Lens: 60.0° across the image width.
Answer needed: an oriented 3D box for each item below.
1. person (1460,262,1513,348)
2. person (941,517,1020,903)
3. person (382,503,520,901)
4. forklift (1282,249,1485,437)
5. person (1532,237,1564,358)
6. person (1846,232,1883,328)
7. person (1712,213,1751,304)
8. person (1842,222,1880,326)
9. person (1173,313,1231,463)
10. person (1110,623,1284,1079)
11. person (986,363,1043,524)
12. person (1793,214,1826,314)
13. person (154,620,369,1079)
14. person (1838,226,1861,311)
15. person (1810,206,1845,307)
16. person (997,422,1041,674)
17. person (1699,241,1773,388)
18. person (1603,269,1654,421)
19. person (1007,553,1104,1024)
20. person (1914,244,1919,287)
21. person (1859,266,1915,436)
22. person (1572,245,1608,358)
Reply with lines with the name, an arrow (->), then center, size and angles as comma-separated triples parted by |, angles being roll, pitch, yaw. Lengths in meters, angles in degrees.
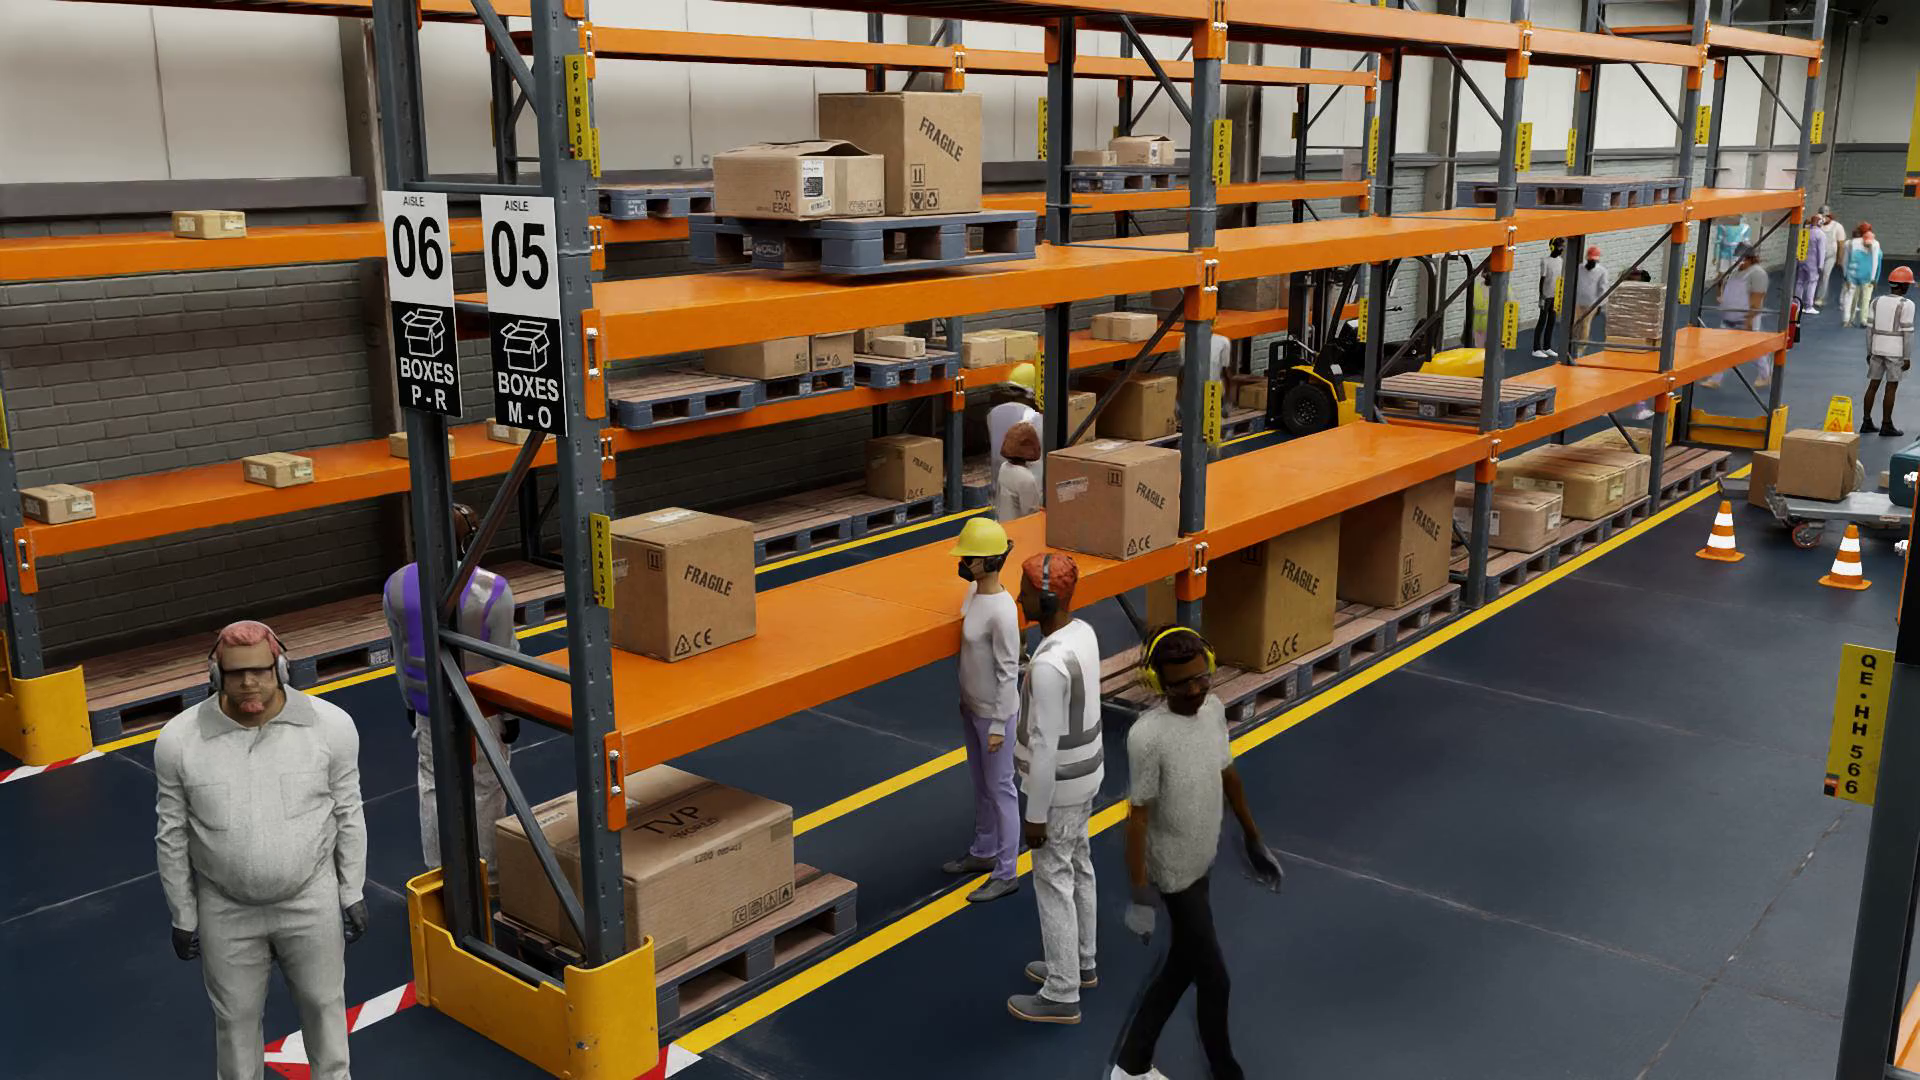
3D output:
person -> 6.738, -2.655, 21.340 | 0.567, 1.824, 0.604 | 13, 19, 42
person -> 0.106, 0.761, 7.538 | 0.312, 1.768, 0.522 | -5, 15, -18
person -> -2.246, 0.737, 7.505 | 0.618, 1.835, 0.429 | 3, 14, 13
forklift -> 4.886, -2.214, 18.767 | 2.313, 2.155, 1.214 | 11, 18, 38
person -> 9.137, -3.756, 25.742 | 0.515, 1.861, 0.320 | -10, 17, -34
person -> 16.149, -4.665, 29.775 | 0.572, 1.701, 0.913 | 4, 14, 17
person -> 15.390, -5.678, 33.207 | 0.647, 2.029, 0.469 | 4, 14, 17
person -> 16.183, -4.767, 29.906 | 0.590, 1.876, 0.678 | 12, 18, 41
person -> 2.306, -1.335, 15.892 | 0.508, 1.857, 0.398 | 7, 15, 25
person -> 0.833, 1.159, 5.801 | 0.638, 1.831, 0.617 | 8, 16, 29
person -> 0.527, -0.397, 12.162 | 0.756, 1.802, 0.605 | -13, 19, -42
person -> 16.376, -5.310, 31.991 | 0.399, 1.900, 0.646 | -4, 14, -16
person -> -2.283, 1.189, 5.500 | 0.643, 1.912, 0.410 | -5, 15, -21
person -> 17.443, -5.297, 32.462 | 0.523, 1.640, 0.306 | -1, 14, -6
person -> 17.174, -5.682, 33.204 | 0.996, 2.000, 0.694 | -13, 19, -42
person -> 0.391, 0.049, 10.701 | 0.279, 1.636, 0.505 | -5, 15, -20
person -> 10.679, -3.077, 22.599 | 0.961, 2.000, 0.685 | -4, 14, -16
person -> 8.077, -2.340, 20.028 | 0.517, 1.827, 0.929 | -3, 14, -12
person -> 0.382, 0.960, 6.508 | 0.346, 1.876, 0.574 | 4, 14, 18
person -> 21.761, -6.606, 37.289 | 0.584, 1.882, 0.337 | -3, 14, -11
person -> 10.676, -2.162, 19.084 | 0.362, 1.935, 0.553 | -6, 15, -23
person -> 9.639, -3.672, 25.653 | 0.577, 1.727, 0.385 | 8, 16, 29
